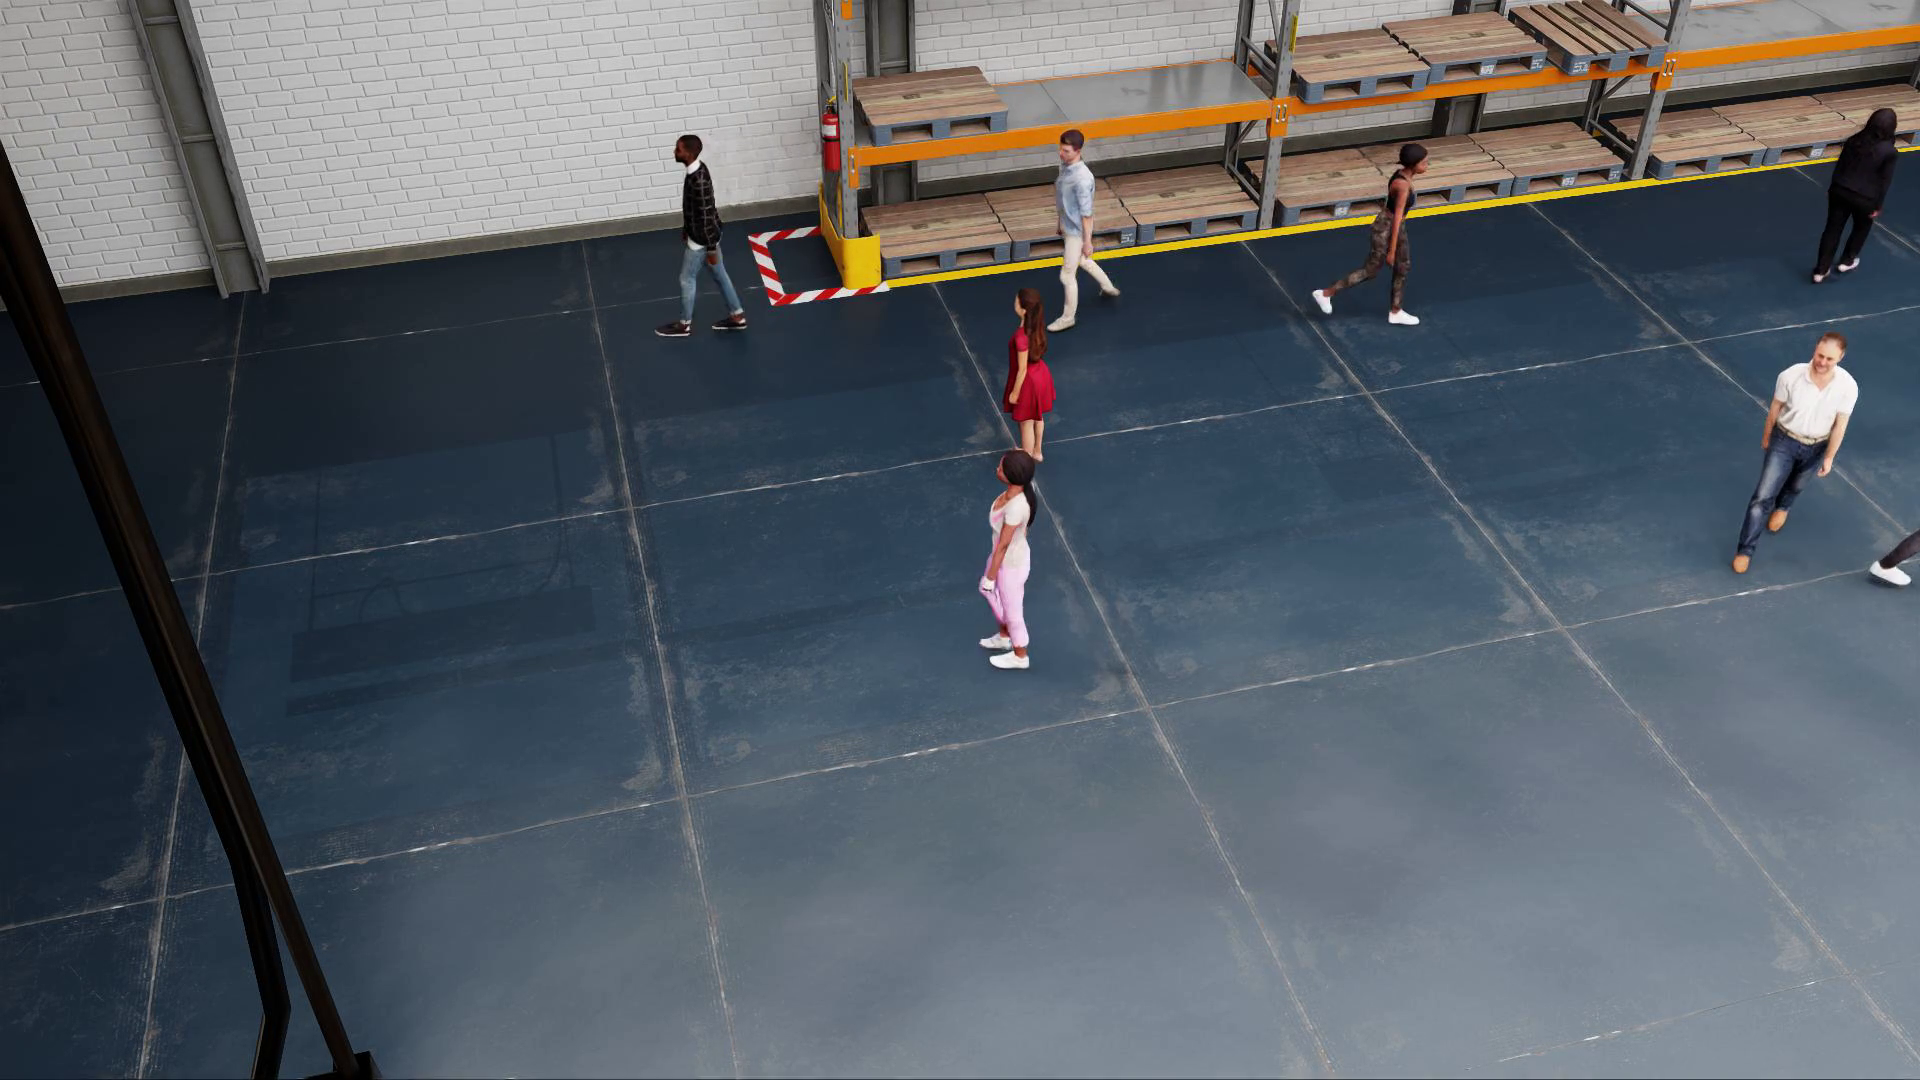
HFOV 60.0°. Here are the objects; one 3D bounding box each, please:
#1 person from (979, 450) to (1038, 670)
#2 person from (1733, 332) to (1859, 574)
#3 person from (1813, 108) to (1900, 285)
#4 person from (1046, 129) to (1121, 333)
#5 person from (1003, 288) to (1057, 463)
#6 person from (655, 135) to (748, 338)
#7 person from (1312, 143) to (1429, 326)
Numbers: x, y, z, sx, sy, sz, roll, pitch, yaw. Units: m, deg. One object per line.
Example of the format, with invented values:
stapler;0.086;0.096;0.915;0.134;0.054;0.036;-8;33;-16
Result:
person;0.402;0.164;10.521;0.708;1.733;0.687;5;39;6
person;5.847;-0.699;11.536;1.186;1.813;1.263;21;43;24
person;7.794;-2.969;14.549;0.867;1.599;0.953;31;48;33
person;1.028;-2.603;13.914;0.936;1.820;0.723;-7;39;-9
person;0.512;-1.187;12.356;0.741;1.553;0.681;17;42;20
person;-2.030;-2.510;13.824;1.035;1.787;0.760;-5;39;-6
person;3.505;-2.546;13.977;1.220;1.654;1.002;11;40;13
